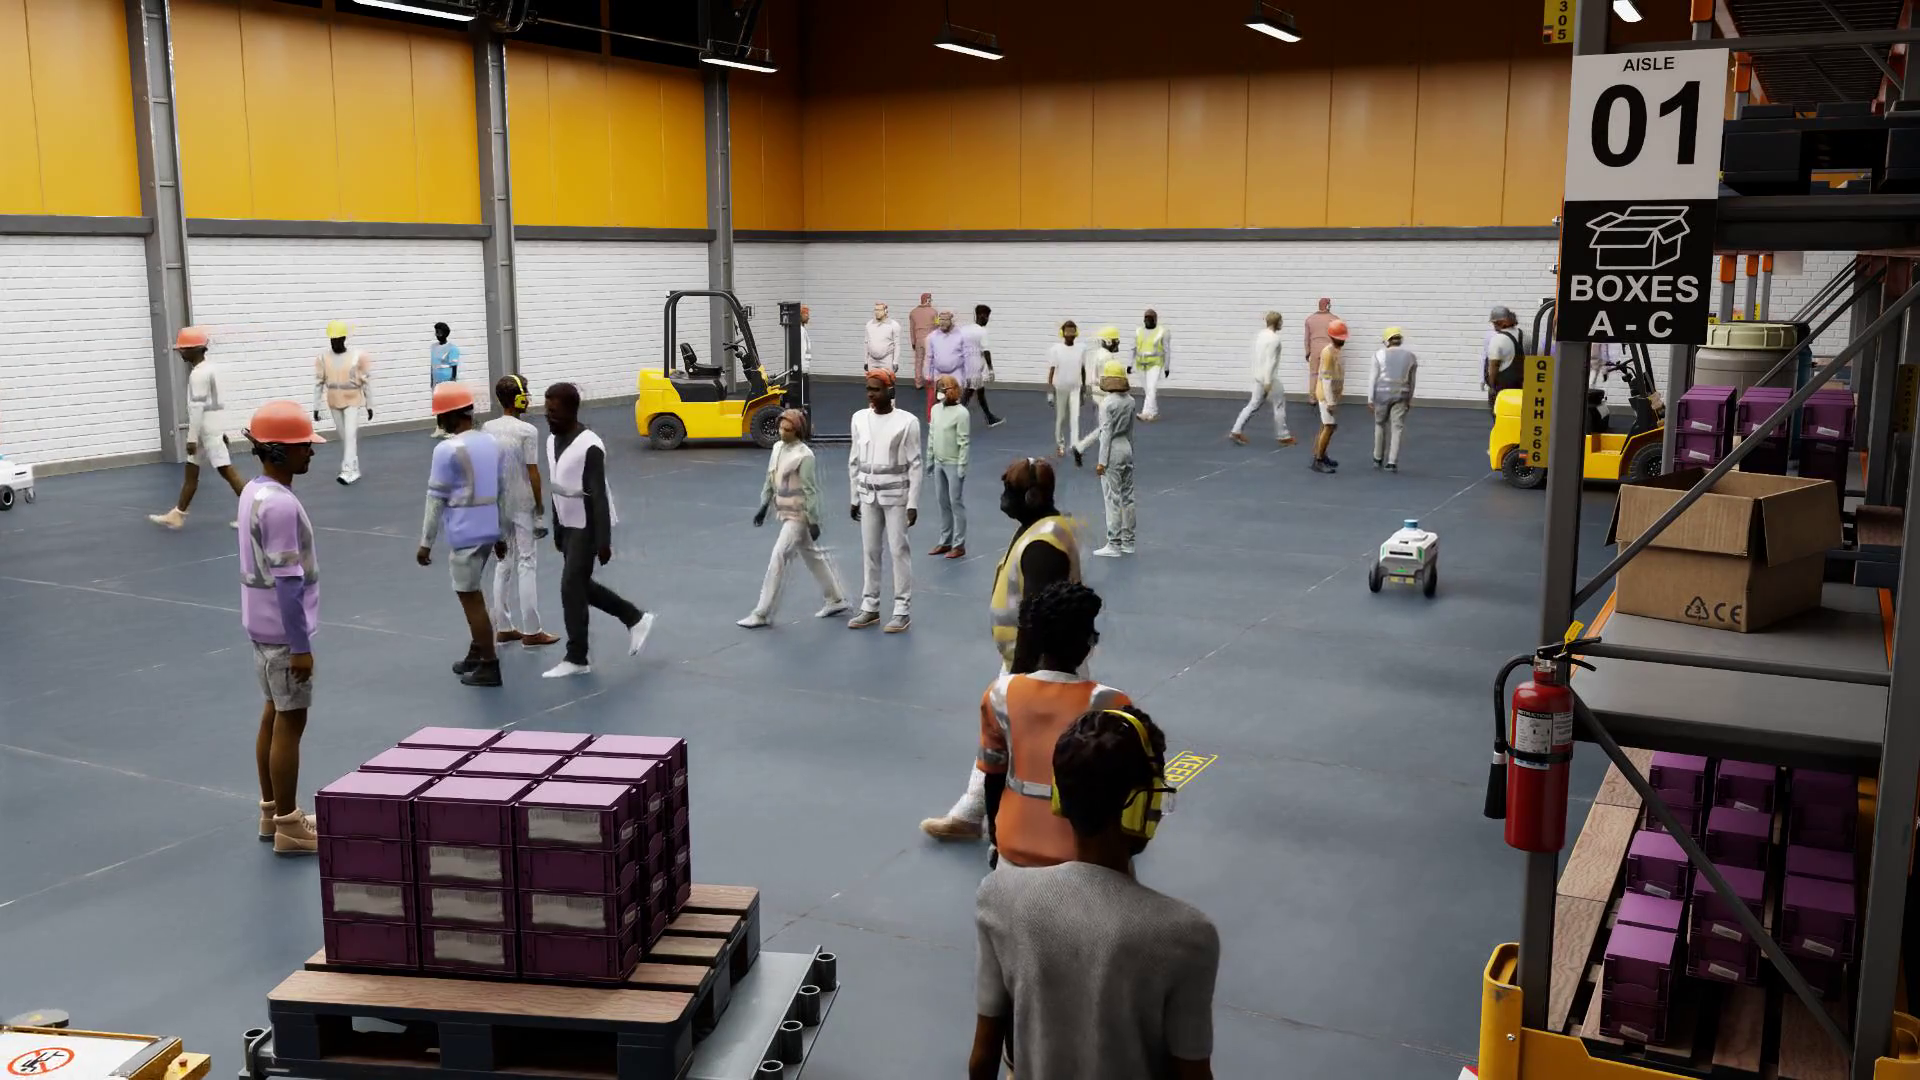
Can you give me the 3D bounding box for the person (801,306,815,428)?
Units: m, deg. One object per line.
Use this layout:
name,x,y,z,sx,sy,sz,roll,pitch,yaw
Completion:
person,-2.458,-2.656,25.580,0.358,1.878,0.574,-3,10,-14

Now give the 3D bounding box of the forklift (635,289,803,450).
forklift,-3.358,-2.392,23.136,2.313,2.155,1.214,-1,10,-5

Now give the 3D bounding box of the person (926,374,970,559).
person,-0.103,-0.650,14.691,0.290,1.632,0.508,-7,12,-37

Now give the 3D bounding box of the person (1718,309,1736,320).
person,11.247,-2.453,24.320,0.550,1.913,0.875,-3,10,-14

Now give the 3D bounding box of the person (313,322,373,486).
person,-7.177,-1.568,19.230,0.618,1.879,0.947,0,10,2

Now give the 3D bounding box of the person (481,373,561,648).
person,-3.038,-0.198,11.384,0.521,1.868,0.335,6,11,29

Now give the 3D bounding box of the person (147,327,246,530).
person,-7.298,-1.056,16.044,1.076,1.988,0.604,-3,10,-17

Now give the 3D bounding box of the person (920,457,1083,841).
person,0.347,0.520,7.468,0.979,1.791,0.636,-1,10,-3

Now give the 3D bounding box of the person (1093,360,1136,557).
person,1.369,-0.726,14.793,0.320,1.742,0.492,8,12,38

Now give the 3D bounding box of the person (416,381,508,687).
person,-3.107,-0.031,10.323,0.636,1.903,0.537,4,10,20

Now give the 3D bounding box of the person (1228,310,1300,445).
person,4.237,-2.251,23.194,1.002,1.900,0.635,-2,10,-10

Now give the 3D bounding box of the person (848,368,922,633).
person,-0.539,-0.282,11.824,0.575,1.881,0.356,6,11,30

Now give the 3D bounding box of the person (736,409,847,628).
person,-1.189,-0.165,12.023,0.888,1.577,0.517,-4,11,-24

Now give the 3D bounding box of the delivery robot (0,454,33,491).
delivery robot,-10.165,-0.662,17.587,0.477,0.478,0.707,1,10,6

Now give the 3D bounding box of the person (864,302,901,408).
person,-1.272,-2.873,26.751,0.639,1.910,0.407,4,11,23

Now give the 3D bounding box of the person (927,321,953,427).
person,-0.274,-2.550,25.372,0.553,1.733,0.696,-5,11,-26

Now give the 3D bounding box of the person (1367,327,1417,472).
person,5.327,-1.749,20.633,0.604,1.766,0.888,1,10,3

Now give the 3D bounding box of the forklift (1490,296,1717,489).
forklift,7.296,-1.677,18.993,2.313,2.155,1.214,5,11,27

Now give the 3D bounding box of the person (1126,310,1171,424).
person,2.976,-2.750,26.381,0.629,1.788,0.978,7,12,35

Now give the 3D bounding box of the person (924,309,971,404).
person,-0.211,-2.337,23.706,0.685,1.882,0.633,4,10,20

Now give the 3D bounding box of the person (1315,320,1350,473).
person,4.553,-1.755,20.344,0.467,1.884,0.719,5,11,25

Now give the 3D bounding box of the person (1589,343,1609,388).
person,9.565,-2.602,25.511,0.983,1.790,0.648,-9,13,-43

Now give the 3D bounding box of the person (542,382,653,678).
person,-2.358,-0.086,10.689,0.750,1.889,0.628,-7,12,-36

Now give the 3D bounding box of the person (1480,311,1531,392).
person,7.628,-2.262,23.286,0.651,1.890,1.036,4,10,20

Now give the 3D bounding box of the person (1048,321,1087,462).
person,1.393,-1.942,21.660,0.544,1.815,0.994,-1,10,-7

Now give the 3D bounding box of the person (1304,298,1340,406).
person,6.377,-3.294,29.212,0.642,1.901,0.401,6,11,29

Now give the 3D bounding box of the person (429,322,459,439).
person,-7.473,-2.307,24.095,0.543,1.694,0.330,6,11,30

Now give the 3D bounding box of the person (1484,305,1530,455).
person,7.175,-2.098,21.879,0.714,2.000,0.619,-6,12,-31

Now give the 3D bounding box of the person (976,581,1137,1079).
person,0.307,0.966,5.146,0.534,1.692,0.322,6,11,29

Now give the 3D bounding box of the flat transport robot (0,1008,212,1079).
flat transport robot,-2.855,1.746,4.738,0.652,0.197,1.431,1,10,9

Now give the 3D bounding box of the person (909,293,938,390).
person,-0.665,-3.888,32.652,0.642,1.901,0.401,6,11,29

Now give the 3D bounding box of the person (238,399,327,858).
person,-3.002,0.389,7.468,0.394,2.042,0.611,-6,12,-32

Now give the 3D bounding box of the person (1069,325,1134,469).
person,1.765,-1.754,20.554,0.751,1.813,0.600,0,10,2

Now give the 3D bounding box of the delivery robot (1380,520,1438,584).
delivery robot,3.590,0.082,13.283,0.477,0.478,0.707,5,11,25

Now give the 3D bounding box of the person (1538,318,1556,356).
person,7.840,-2.032,22.058,0.567,1.845,0.390,-6,11,-30

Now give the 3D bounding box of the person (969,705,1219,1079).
person,0.257,1.227,3.145,0.521,1.865,0.335,6,11,29

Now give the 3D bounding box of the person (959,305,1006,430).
person,0.275,-2.631,25.377,1.035,1.897,0.700,-5,11,-25

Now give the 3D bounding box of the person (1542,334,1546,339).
person,8.497,-2.317,23.473,0.588,1.928,0.383,6,11,29
